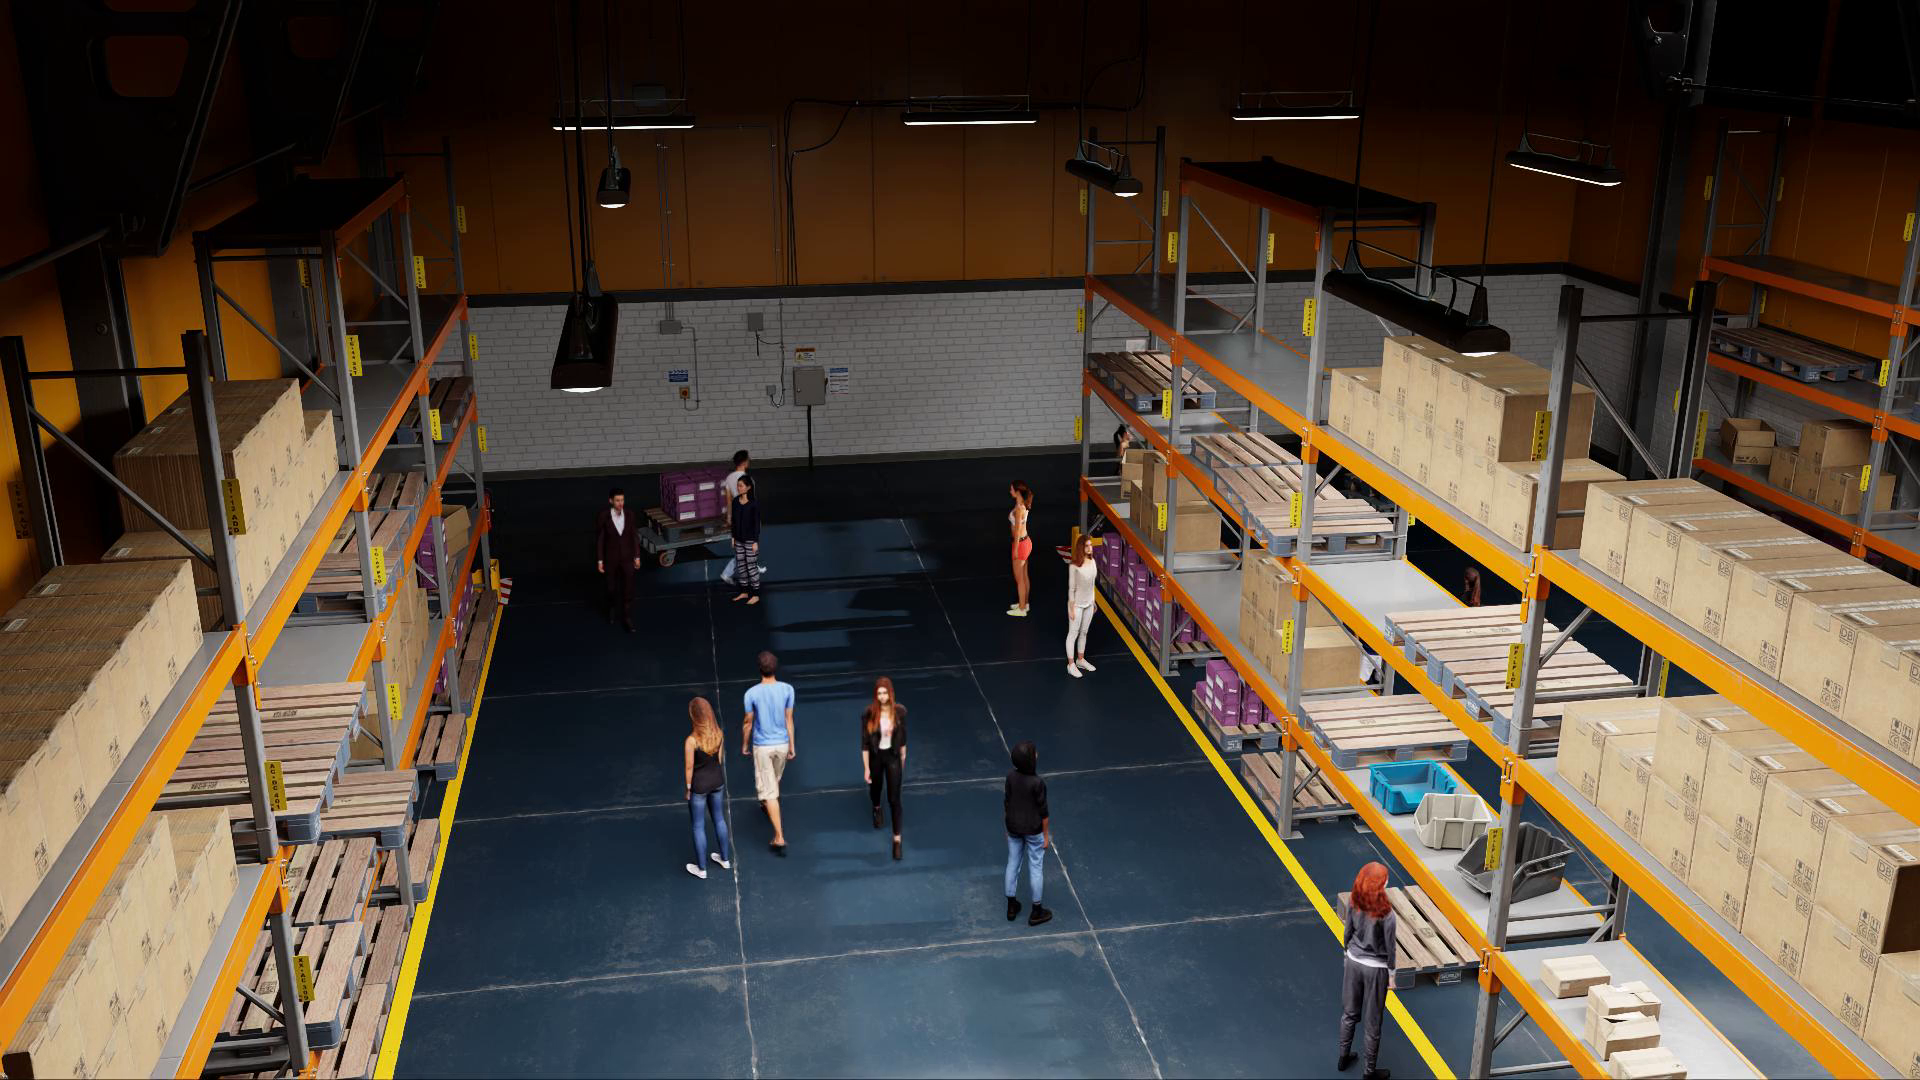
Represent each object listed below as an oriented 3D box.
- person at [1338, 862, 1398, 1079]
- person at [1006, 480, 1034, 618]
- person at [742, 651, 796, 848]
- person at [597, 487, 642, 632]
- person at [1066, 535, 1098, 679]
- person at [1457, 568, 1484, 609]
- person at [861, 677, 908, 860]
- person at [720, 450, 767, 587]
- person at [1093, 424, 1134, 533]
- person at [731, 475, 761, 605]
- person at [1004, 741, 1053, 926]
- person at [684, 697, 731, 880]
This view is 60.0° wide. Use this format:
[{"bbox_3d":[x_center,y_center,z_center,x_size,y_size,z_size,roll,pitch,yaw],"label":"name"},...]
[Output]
[{"bbox_3d":[3.000,3.165,12.249,0.715,1.780,0.607,-16,24,-39],"label":"person"},{"bbox_3d":[0.787,0.097,21.347,0.706,1.787,0.593,5,19,14],"label":"person"},{"bbox_3d":[-1.755,1.994,15.650,0.871,1.828,1.307,-8,20,-23],"label":"person"},{"bbox_3d":[-4.310,0.214,20.892,0.832,1.856,0.943,-8,20,-23],"label":"person"},{"bbox_3d":[1.420,0.746,19.538,0.693,1.711,0.716,-17,25,-41],"label":"person"},{"bbox_3d":[5.794,1.085,18.837,0.636,1.516,1.078,-6,20,-18],"label":"person"},{"bbox_3d":[-0.739,2.057,15.720,0.664,1.663,1.161,-2,19,-6],"label":"person"},{"bbox_3d":[-2.956,-0.257,22.337,1.121,1.827,1.165,-17,25,-41],"label":"person"},{"bbox_3d":[2.285,-0.849,24.279,0.898,1.709,0.935,6,20,18],"label":"person"},{"bbox_3d":[-2.796,-0.022,21.782,0.677,1.735,0.725,11,22,30],"label":"person"},{"bbox_3d":[0.567,2.509,14.319,0.660,1.702,0.705,10,21,27],"label":"person"},{"bbox_3d":[-2.310,2.234,15.103,0.698,1.722,0.652,15,24,38],"label":"person"}]
